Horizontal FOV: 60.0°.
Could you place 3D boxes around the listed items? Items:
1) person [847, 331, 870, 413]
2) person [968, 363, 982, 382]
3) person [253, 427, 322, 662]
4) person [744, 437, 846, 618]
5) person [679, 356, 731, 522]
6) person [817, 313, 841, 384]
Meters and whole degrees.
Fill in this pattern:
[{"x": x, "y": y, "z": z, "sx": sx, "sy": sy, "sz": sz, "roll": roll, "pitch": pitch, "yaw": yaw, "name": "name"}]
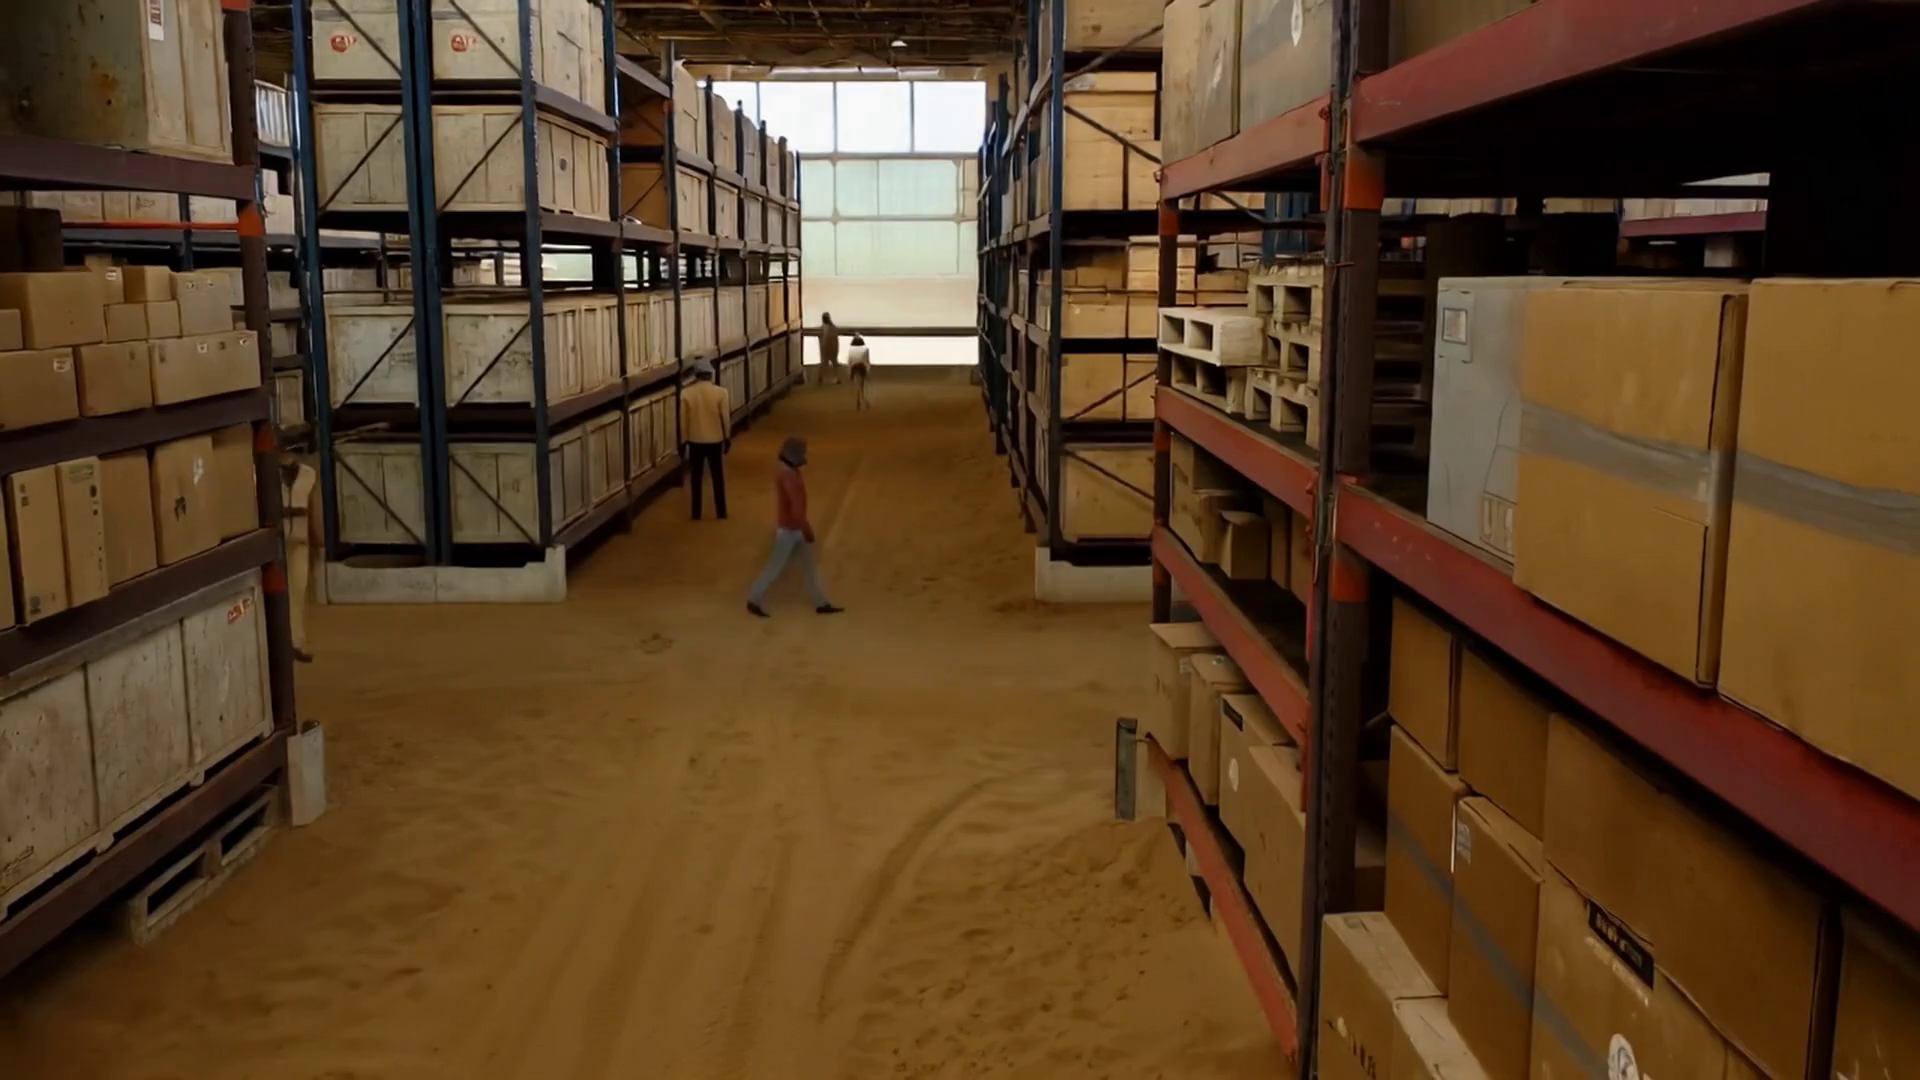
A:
[{"x": -2.125, "y": -3.529, "z": 35.031, "sx": 0.485, "sy": 1.720, "sz": 0.730, "roll": -1, "pitch": 9, "yaw": -4, "name": "person"}, {"x": 0.672, "y": -4.965, "z": 43.952, "sx": 0.962, "sy": 1.696, "sz": 0.570, "roll": -2, "pitch": 9, "yaw": -9, "name": "person"}, {"x": -5.227, "y": 0.034, "z": 12.844, "sx": 0.457, "sy": 1.828, "sz": 0.595, "roll": 7, "pitch": 12, "yaw": 38, "name": "person"}, {"x": -1.475, "y": -0.103, "z": 14.444, "sx": 0.870, "sy": 1.588, "sz": 0.502, "roll": 0, "pitch": 9, "yaw": 0, "name": "person"}, {"x": -3.053, "y": -1.208, "z": 19.965, "sx": 0.609, "sy": 1.996, "sz": 0.379, "roll": -1, "pitch": 9, "yaw": -8, "name": "person"}, {"x": -3.446, "y": -5.041, "z": 43.871, "sx": 0.725, "sy": 1.866, "sz": 0.797, "roll": -8, "pitch": 12, "yaw": -39, "name": "person"}]
